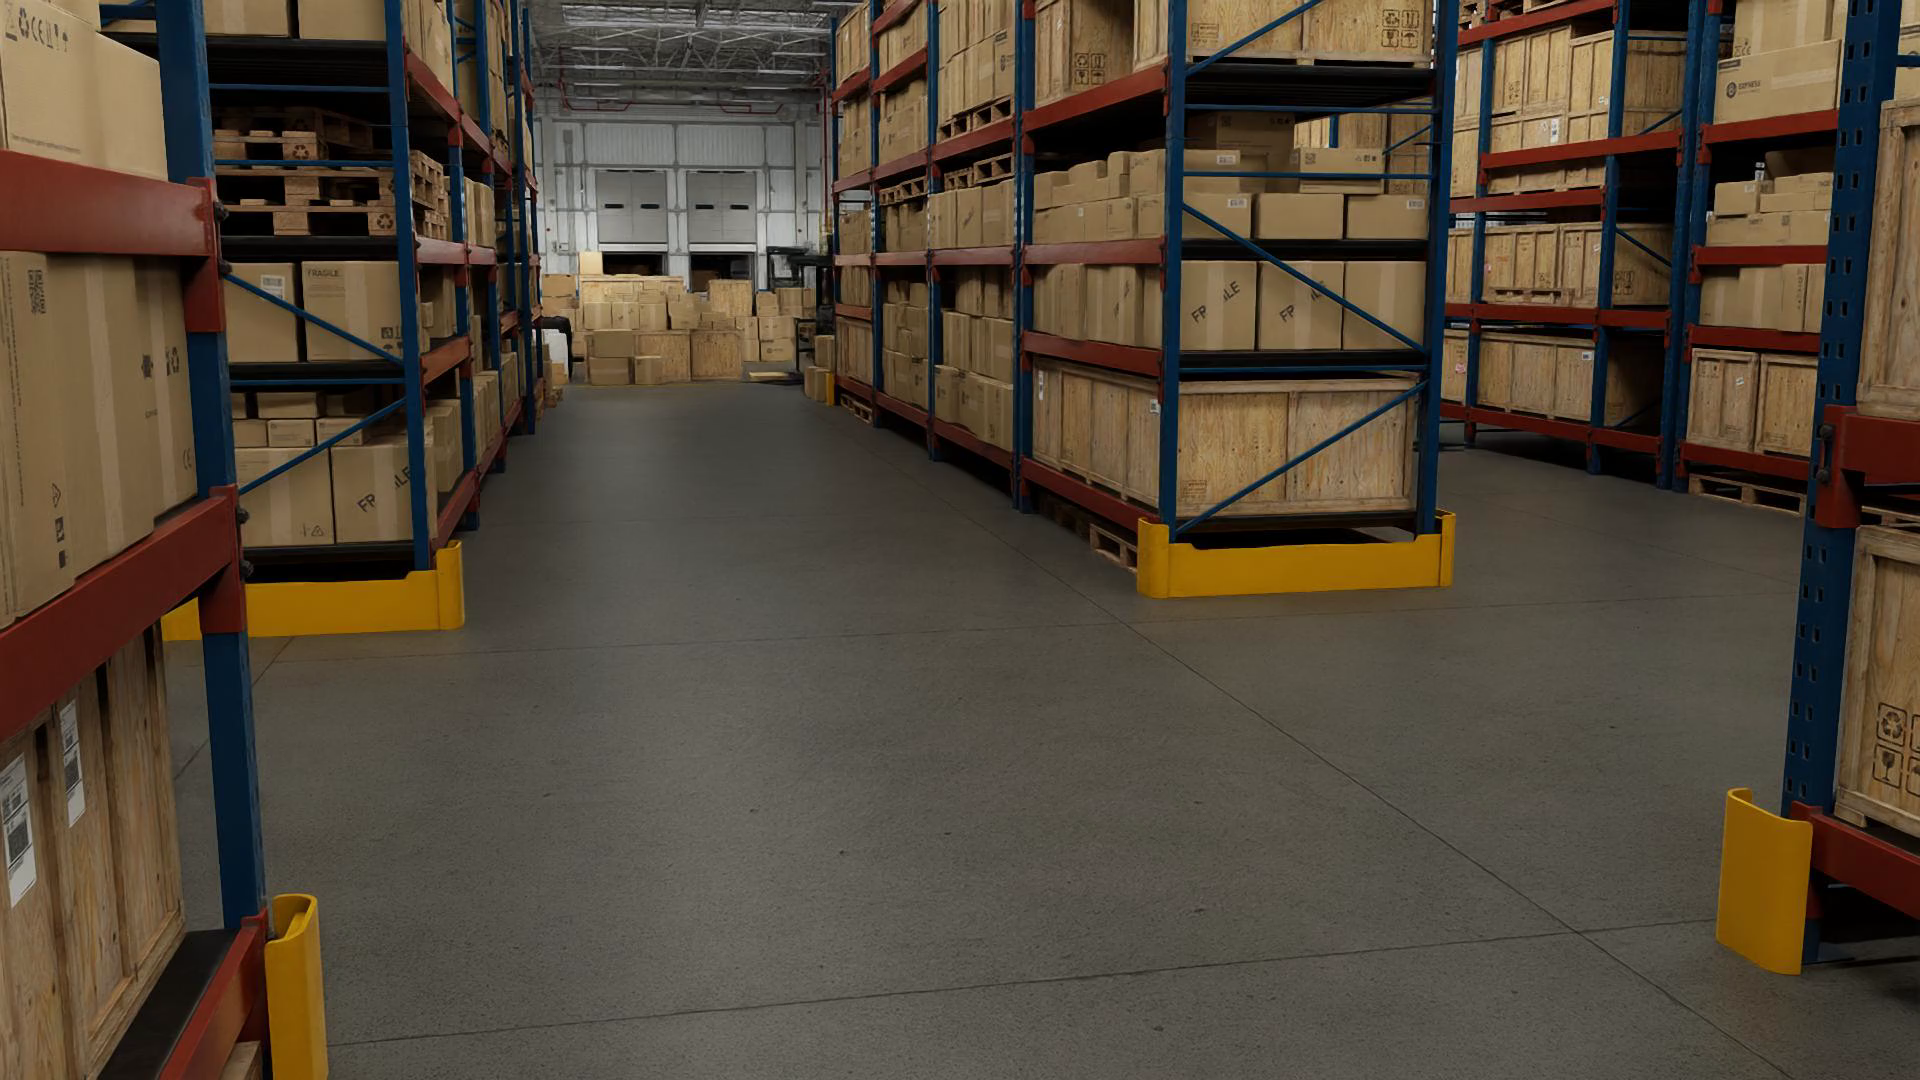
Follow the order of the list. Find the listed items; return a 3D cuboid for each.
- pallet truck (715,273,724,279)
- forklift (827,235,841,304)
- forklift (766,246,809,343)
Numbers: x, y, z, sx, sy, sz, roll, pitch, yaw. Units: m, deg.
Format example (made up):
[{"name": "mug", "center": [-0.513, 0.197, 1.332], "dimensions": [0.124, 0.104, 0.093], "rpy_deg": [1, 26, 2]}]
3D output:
[{"name": "pallet truck", "center": [-8.580, -8.986, 62.280], "dimensions": [1.885, 1.965, 0.823], "rpy_deg": [1, 9, 5]}, {"name": "forklift", "center": [-2.081, -4.323, 31.176], "dimensions": [1.873, 2.768, 1.129], "rpy_deg": [-7, 12, -38]}, {"name": "forklift", "center": [-5.169, -7.188, 48.636], "dimensions": [1.129, 2.768, 1.873], "rpy_deg": [-3, 10, -19]}]
